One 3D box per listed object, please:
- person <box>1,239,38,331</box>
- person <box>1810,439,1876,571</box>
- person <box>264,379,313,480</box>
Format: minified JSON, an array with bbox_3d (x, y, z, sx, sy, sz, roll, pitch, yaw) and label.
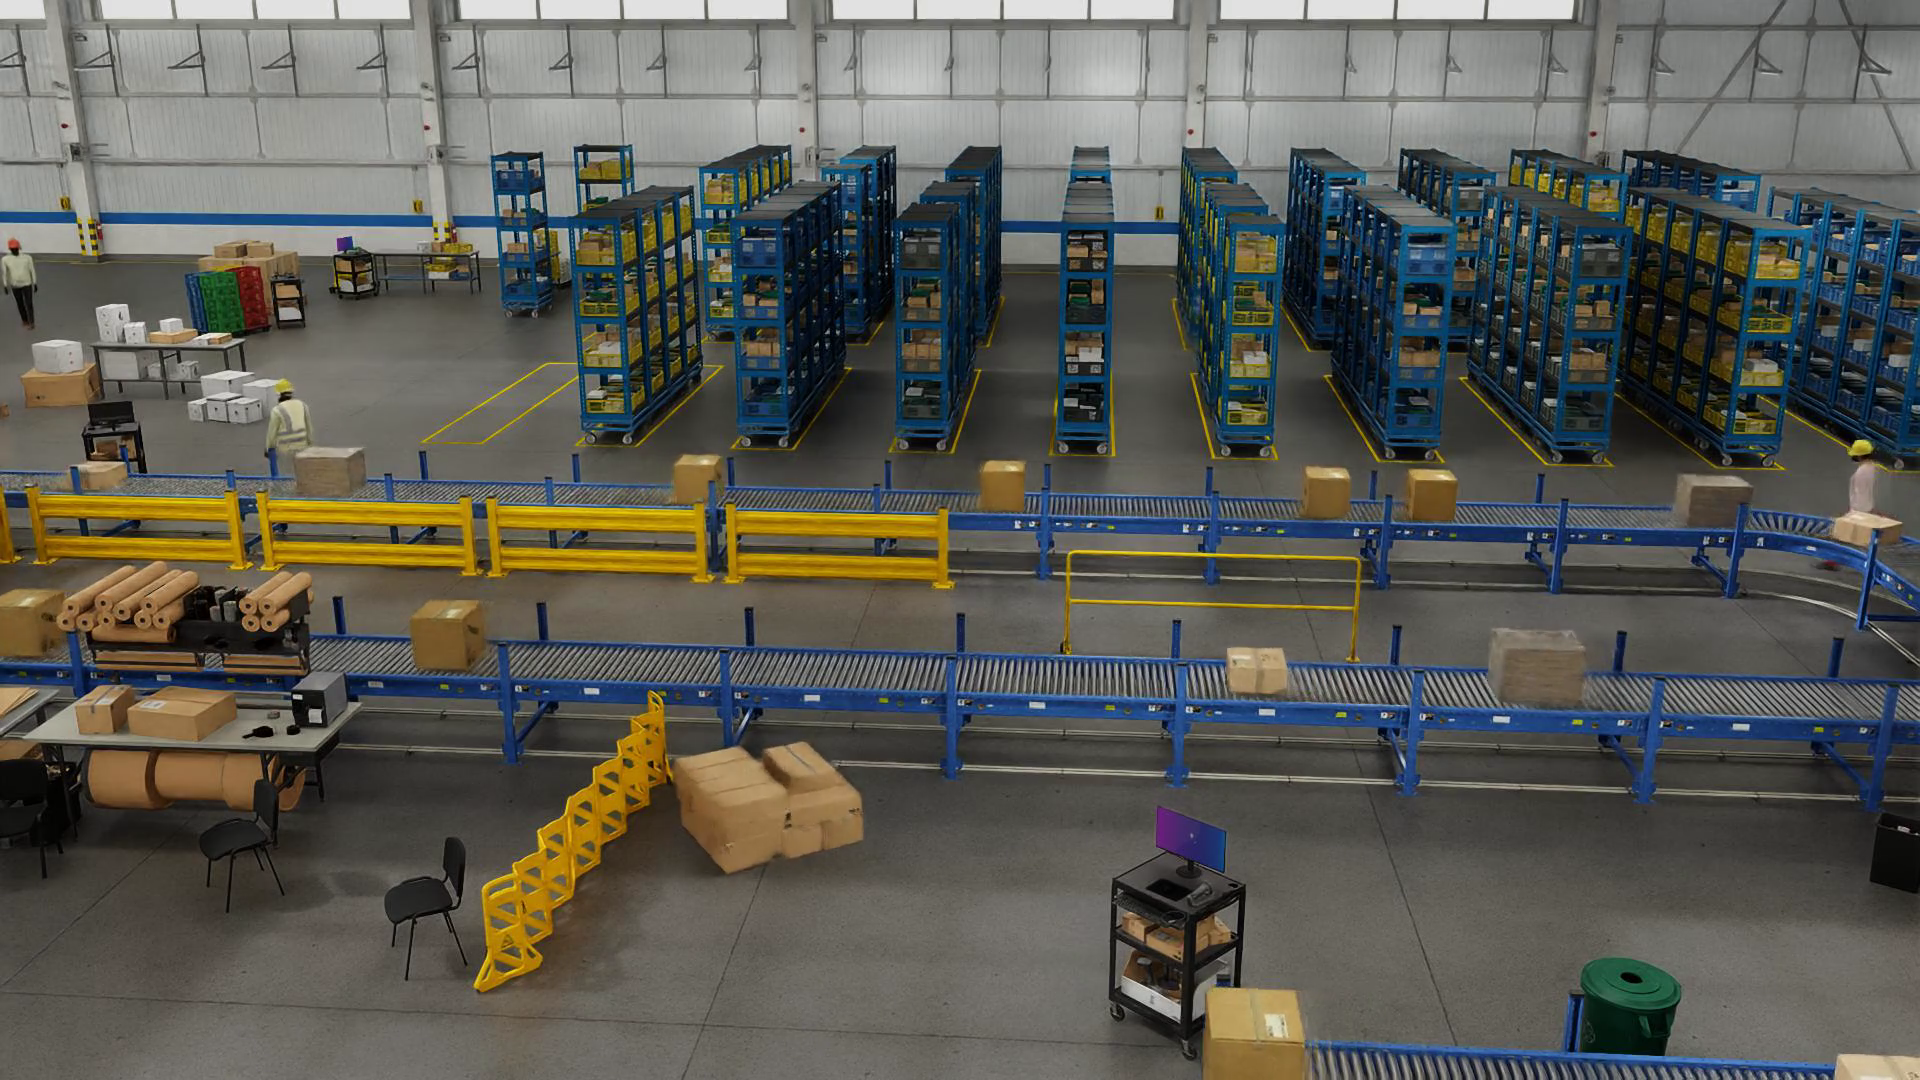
[{"bbox_3d":[-20.346,-5.552,35.999,0.642,1.951,1.022,-8,19,-24],"label":"person"},{"bbox_3d":[10.861,-0.370,19.939,0.531,1.713,0.909,-15,23,-40],"label":"person"},{"bbox_3d":[-9.242,-1.315,22.788,0.888,1.786,0.611,7,19,22],"label":"person"}]
